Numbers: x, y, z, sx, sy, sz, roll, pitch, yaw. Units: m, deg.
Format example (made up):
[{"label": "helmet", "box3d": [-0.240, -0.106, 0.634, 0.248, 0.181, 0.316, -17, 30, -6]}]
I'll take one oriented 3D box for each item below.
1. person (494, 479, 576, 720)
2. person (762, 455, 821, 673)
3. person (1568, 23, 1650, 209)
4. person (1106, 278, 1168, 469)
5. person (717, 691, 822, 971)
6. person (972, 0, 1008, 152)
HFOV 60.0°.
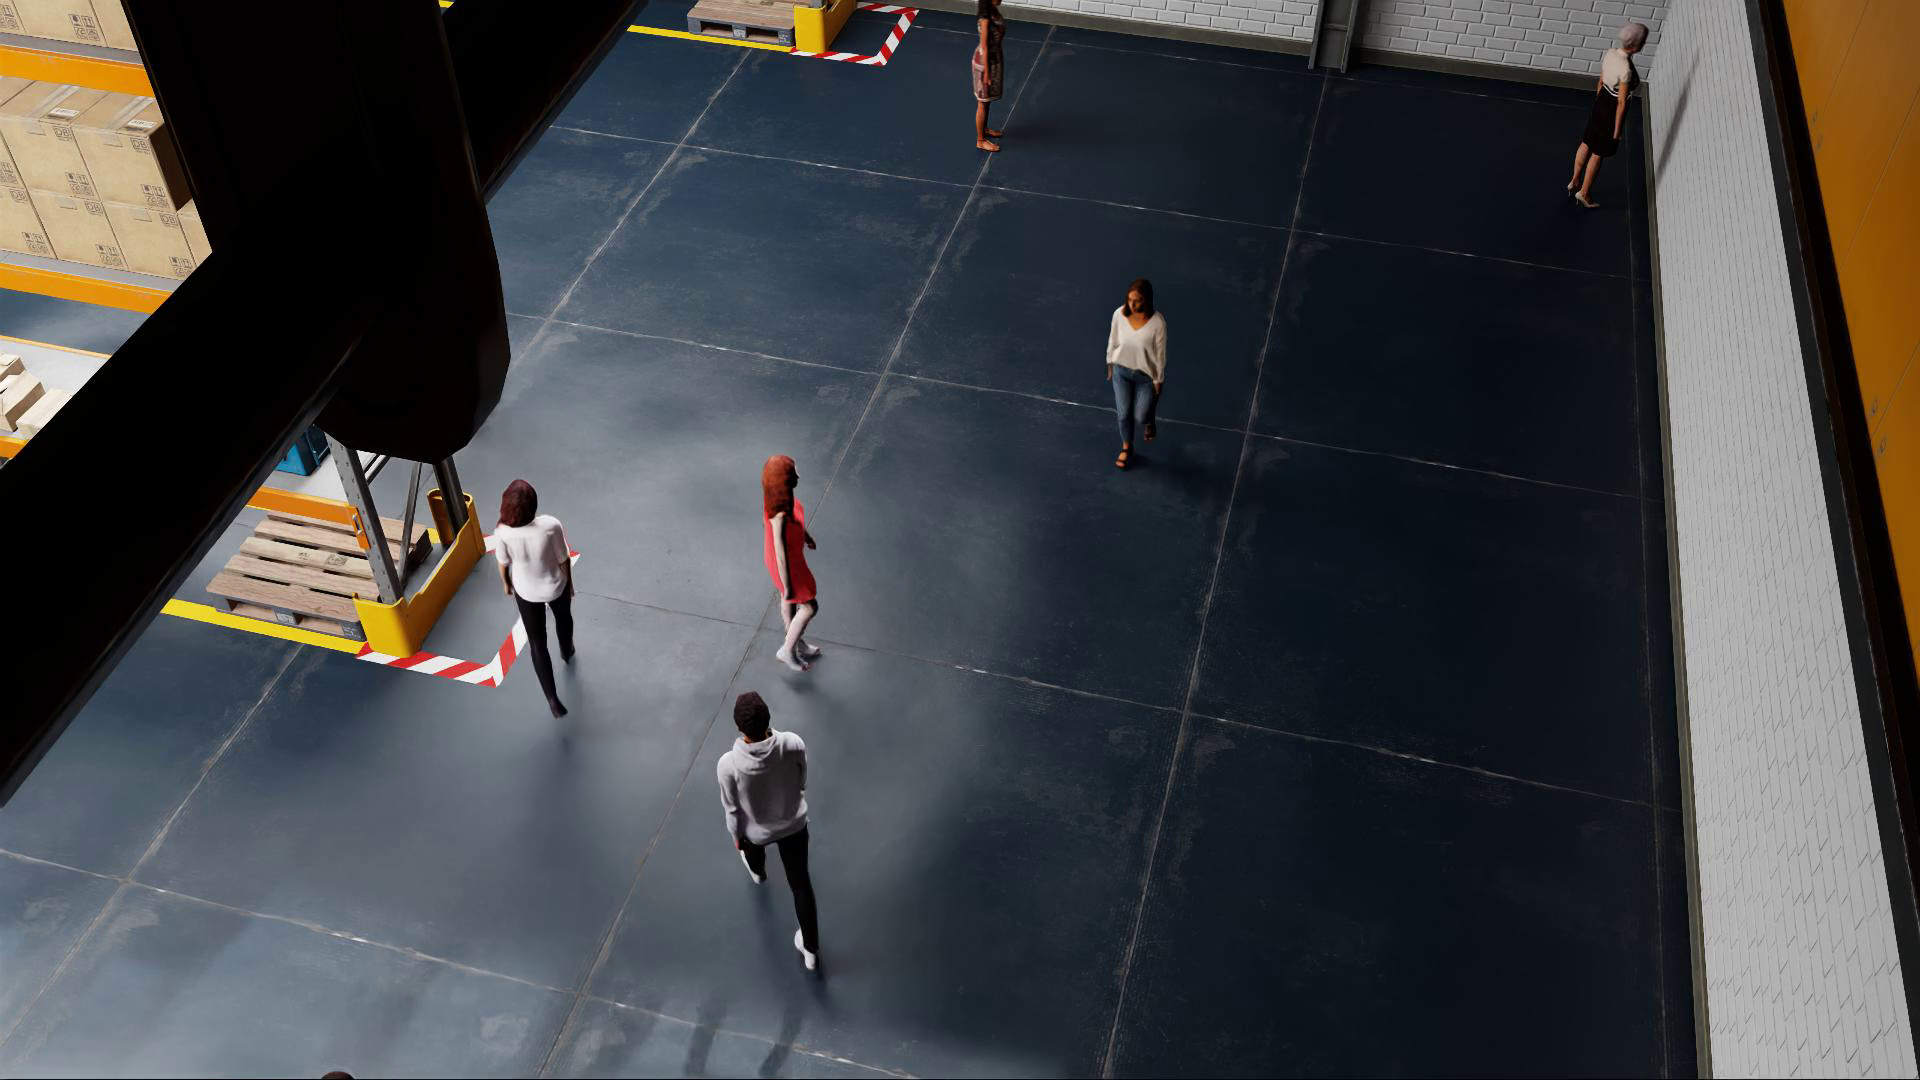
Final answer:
[{"label": "person", "box3d": [-2.661, 0.396, 10.579, 1.111, 1.767, 0.997, -9, 44, -9]}, {"label": "person", "box3d": [-1.191, 0.160, 10.788, 0.727, 1.819, 0.720, -7, 44, -8]}, {"label": "person", "box3d": [5.842, -3.839, 15.036, 0.663, 1.751, 0.709, -4, 44, -5]}, {"label": "person", "box3d": [1.358, -1.285, 12.414, 0.714, 1.669, 0.770, 20, 47, 20]}, {"label": "person", "box3d": [-0.994, 1.623, 9.206, 1.274, 1.884, 1.201, -14, 45, -14]}, {"label": "person", "box3d": [0.265, -4.543, 15.852, 0.544, 1.645, 0.664, 7, 44, 8]}]
